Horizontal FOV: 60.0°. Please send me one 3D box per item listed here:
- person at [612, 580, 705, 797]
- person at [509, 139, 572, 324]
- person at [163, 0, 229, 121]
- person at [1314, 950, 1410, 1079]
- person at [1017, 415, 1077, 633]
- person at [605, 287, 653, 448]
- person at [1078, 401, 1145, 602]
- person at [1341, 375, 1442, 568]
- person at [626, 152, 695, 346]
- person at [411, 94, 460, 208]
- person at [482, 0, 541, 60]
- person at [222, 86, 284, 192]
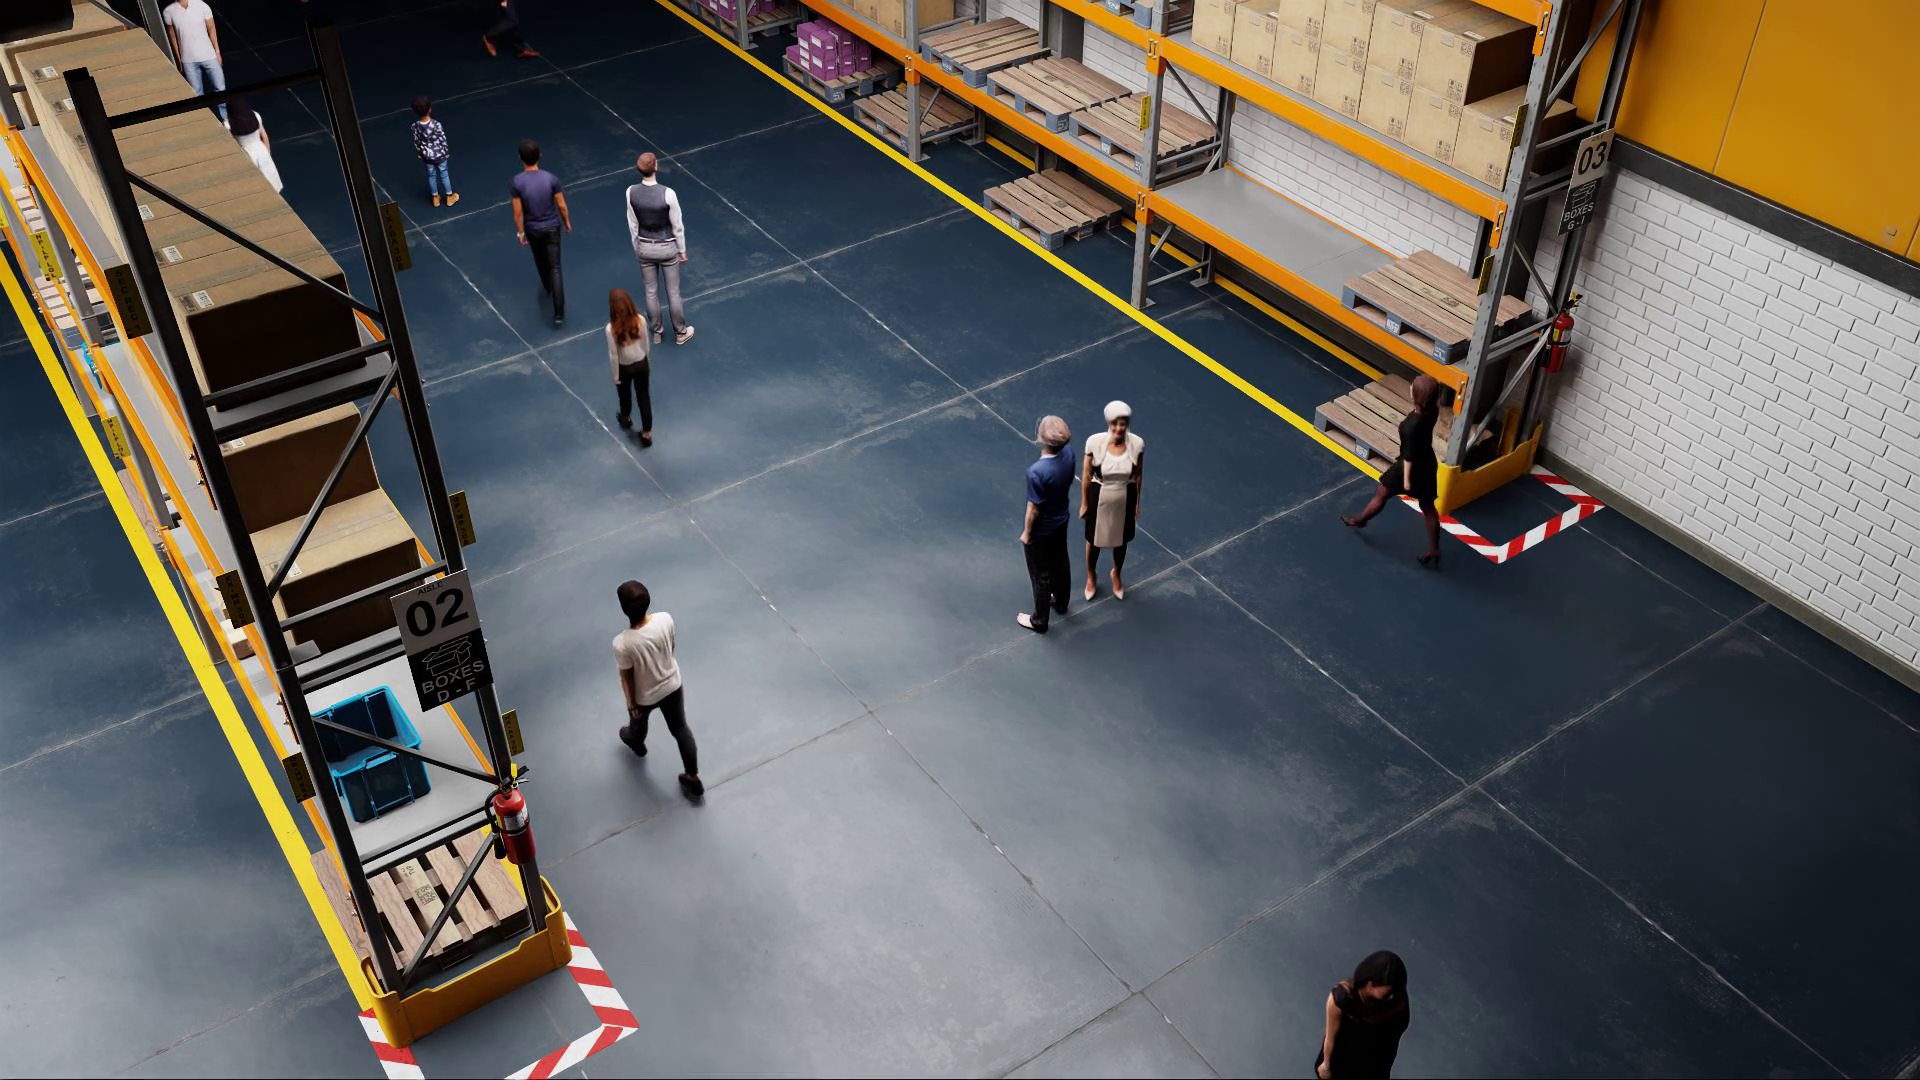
[{"bbox_3d":[-1.982,1.007,11.043,0.651,1.682,1.086,-26,45,-29],"label":"person"},{"bbox_3d":[-3.979,-2.914,15.906,0.935,1.740,1.247,-10,40,-12],"label":"person"},{"bbox_3d":[-8.773,-5.593,19.163,0.742,1.862,0.687,-10,40,-12],"label":"person"},{"bbox_3d":[2.104,2.729,8.864,0.671,1.711,0.619,-19,42,-22],"label":"person"},{"bbox_3d":[0.653,-0.135,12.321,0.641,1.871,0.712,28,46,30],"label":"person"},{"bbox_3d":[-2.790,-1.446,14.290,0.605,1.462,0.816,-18,42,-21],"label":"person"},{"bbox_3d":[1.145,-0.294,12.612,0.702,1.756,0.719,-1,39,-1],"label":"person"},{"bbox_3d":[3.619,-0.501,12.956,1.159,1.652,0.749,31,48,33],"label":"person"},{"bbox_3d":[-2.815,-2.719,15.503,0.742,1.939,0.789,4,39,6],"label":"person"},{"bbox_3d":[-5.677,-4.192,17.896,0.579,1.254,0.620,-1,39,-1],"label":"person"},{"bbox_3d":[-5.775,-6.885,20.839,1.045,1.790,1.012,1,39,2],"label":"person"},{"bbox_3d":[-7.120,-3.729,16.919,0.628,1.750,0.981,-23,44,-26],"label":"person"}]
